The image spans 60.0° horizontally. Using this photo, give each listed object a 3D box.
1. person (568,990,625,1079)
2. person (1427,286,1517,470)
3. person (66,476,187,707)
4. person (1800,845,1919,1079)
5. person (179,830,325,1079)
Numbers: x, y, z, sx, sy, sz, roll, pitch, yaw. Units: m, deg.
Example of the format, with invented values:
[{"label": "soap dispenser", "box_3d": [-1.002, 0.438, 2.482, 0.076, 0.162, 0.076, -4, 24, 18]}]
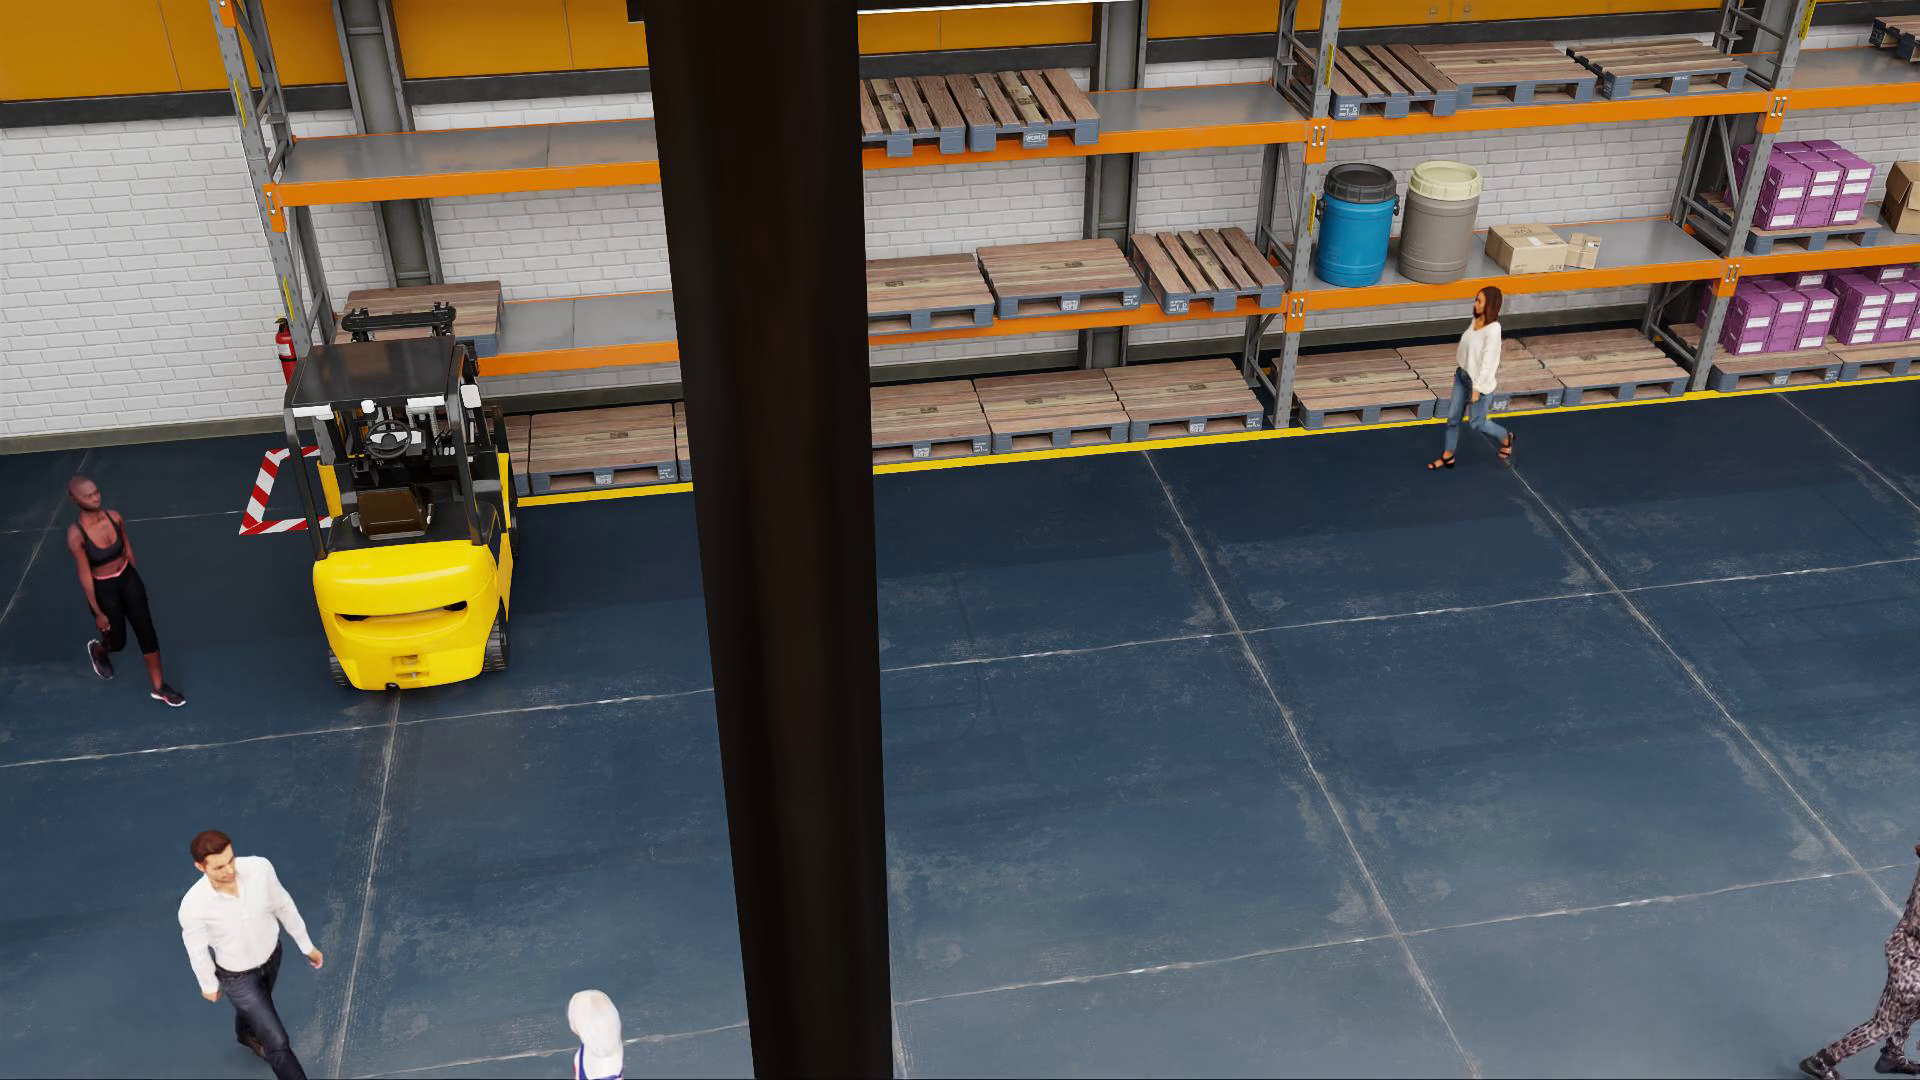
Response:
[{"label": "person", "box_3d": [-1.564, 2.662, 7.582, 0.550, 1.808, 0.669, -9, 35, -13]}, {"label": "person", "box_3d": [4.317, -1.296, 13.666, 0.927, 1.663, 0.596, -5, 34, -8]}, {"label": "person", "box_3d": [-5.716, 0.337, 11.138, 1.074, 1.743, 0.967, 17, 37, 23]}, {"label": "person", "box_3d": [4.773, 2.156, 8.435, 0.987, 1.705, 0.768, 6, 34, 9]}, {"label": "person", "box_3d": [-3.637, 2.112, 8.397, 1.266, 1.821, 1.146, 17, 37, 24]}]
